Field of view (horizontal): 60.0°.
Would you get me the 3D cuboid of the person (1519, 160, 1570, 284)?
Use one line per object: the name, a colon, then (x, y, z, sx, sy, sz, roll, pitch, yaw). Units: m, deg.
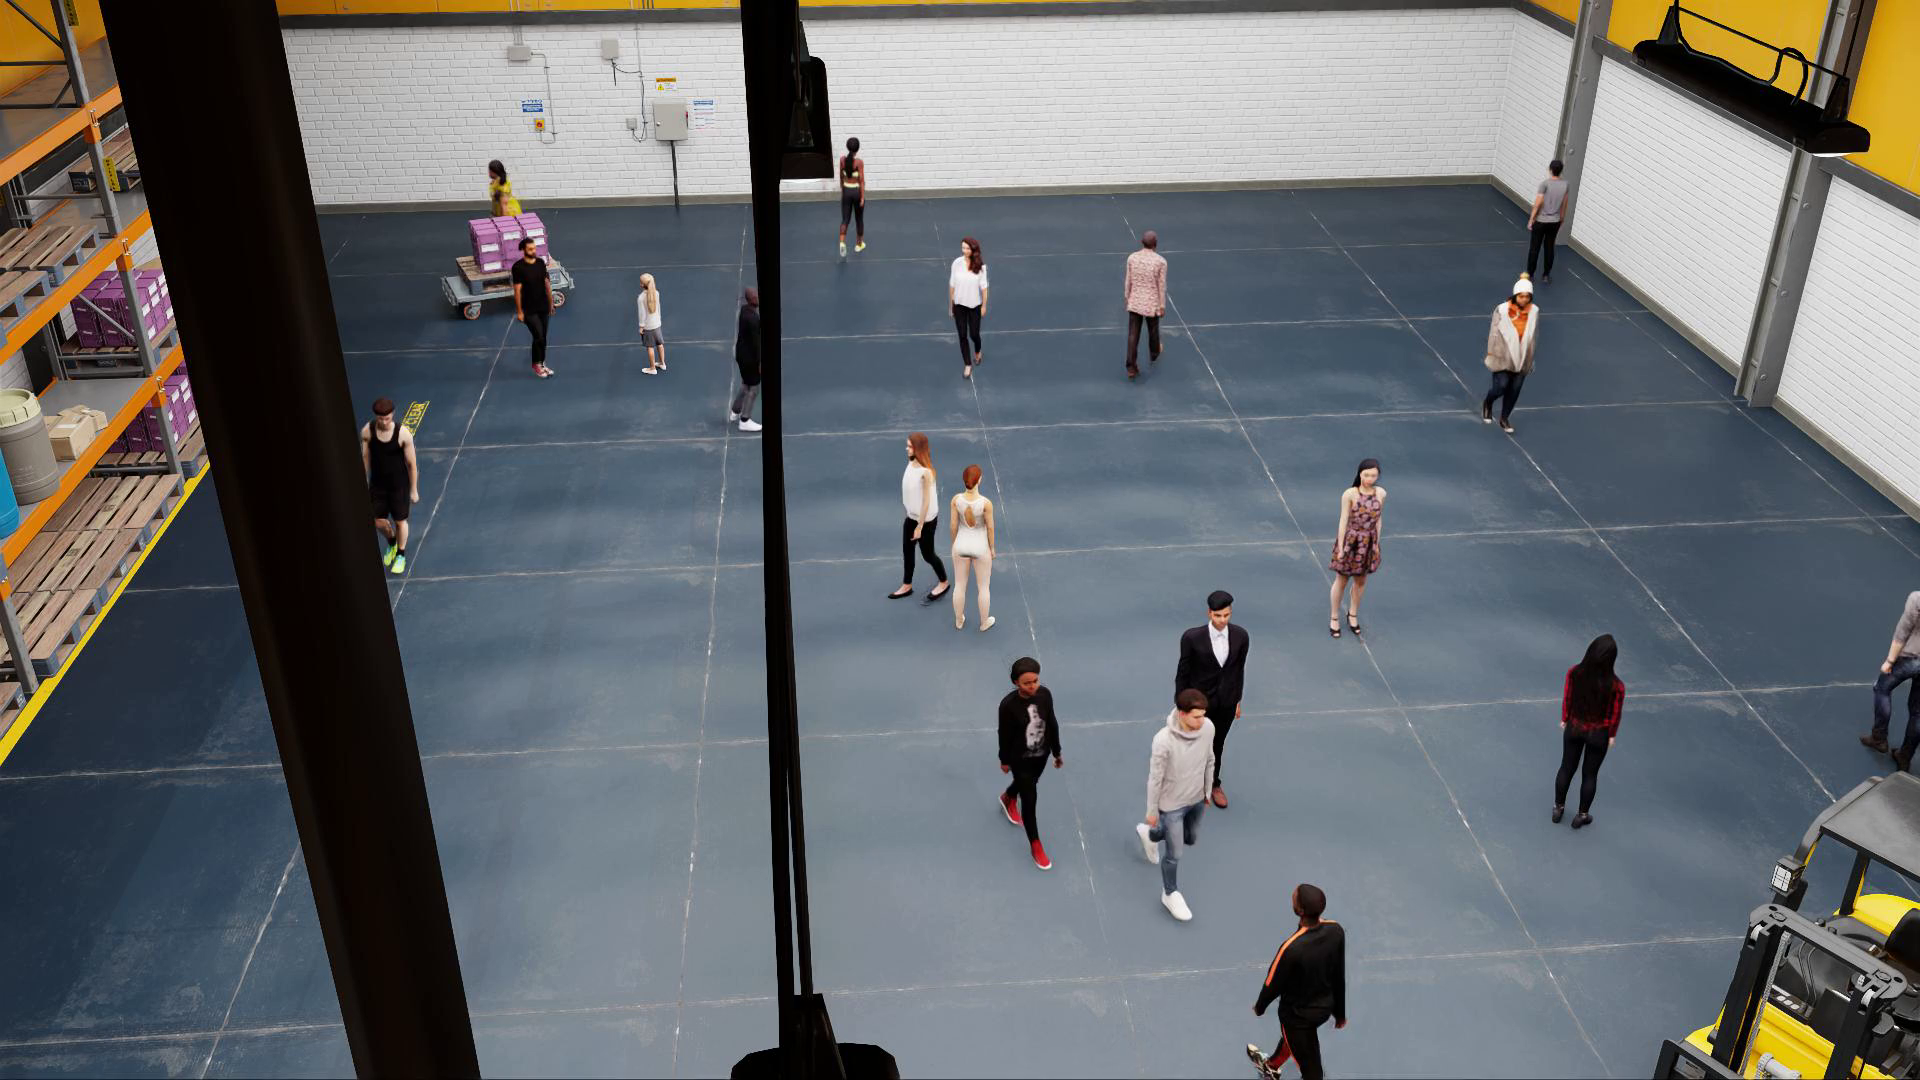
person: (8.199, -4.456, 23.252, 0.675, 1.749, 0.609, -3, 29, -5)

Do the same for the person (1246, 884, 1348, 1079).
person: (2.116, 2.859, 9.816, 0.975, 1.772, 1.188, -17, 33, -29)

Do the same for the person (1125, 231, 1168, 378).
person: (2.219, -2.834, 20.267, 1.052, 1.760, 1.268, 10, 30, 18)

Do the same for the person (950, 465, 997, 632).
person: (0.106, 0.071, 15.062, 0.608, 1.643, 0.569, 7, 29, 12)

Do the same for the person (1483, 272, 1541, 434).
person: (6.238, -2.156, 18.893, 0.687, 1.884, 0.734, -3, 29, -5)

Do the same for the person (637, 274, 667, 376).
person: (-3.808, -2.674, 20.479, 0.661, 1.275, 0.596, 19, 34, 31)

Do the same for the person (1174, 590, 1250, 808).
person: (1.922, 1.203, 12.737, 0.703, 1.884, 0.556, -4, 29, -7)

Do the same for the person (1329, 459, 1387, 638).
person: (3.572, 0.072, 14.925, 0.695, 1.773, 0.703, -7, 29, -12)

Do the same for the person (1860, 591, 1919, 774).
person: (7.586, 1.009, 13.091, 0.795, 1.885, 0.783, 3, 29, 6)

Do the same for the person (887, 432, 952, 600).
person: (-0.311, -0.208, 15.505, 0.839, 1.709, 0.863, -14, 32, -24)

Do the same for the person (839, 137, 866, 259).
person: (-1.605, -4.955, 24.185, 0.809, 1.730, 1.125, 8, 30, 14)

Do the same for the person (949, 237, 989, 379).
person: (0.115, -2.854, 20.278, 0.731, 1.784, 0.797, 7, 29, 12)

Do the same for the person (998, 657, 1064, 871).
person: (0.470, 1.550, 12.348, 0.888, 1.646, 1.155, -15, 32, -25)

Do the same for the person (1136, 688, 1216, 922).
person: (1.505, 1.771, 11.750, 0.937, 1.830, 1.110, -15, 32, -25)

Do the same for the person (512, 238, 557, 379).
person: (-5.250, -2.856, 20.313, 0.815, 1.753, 0.744, 20, 34, 32)

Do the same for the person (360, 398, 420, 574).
person: (-5.457, -0.577, 16.027, 0.782, 1.858, 0.725, 2, 29, 4)

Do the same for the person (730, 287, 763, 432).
person: (-2.447, -2.057, 18.873, 0.921, 1.730, 0.708, -17, 33, -28)

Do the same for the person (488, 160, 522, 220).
person: (-6.431, -4.647, 23.728, 1.070, 1.627, 1.033, -11, 31, -19)

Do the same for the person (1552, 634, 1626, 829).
person: (4.725, 1.446, 12.527, 0.659, 1.658, 0.703, 19, 34, 31)
